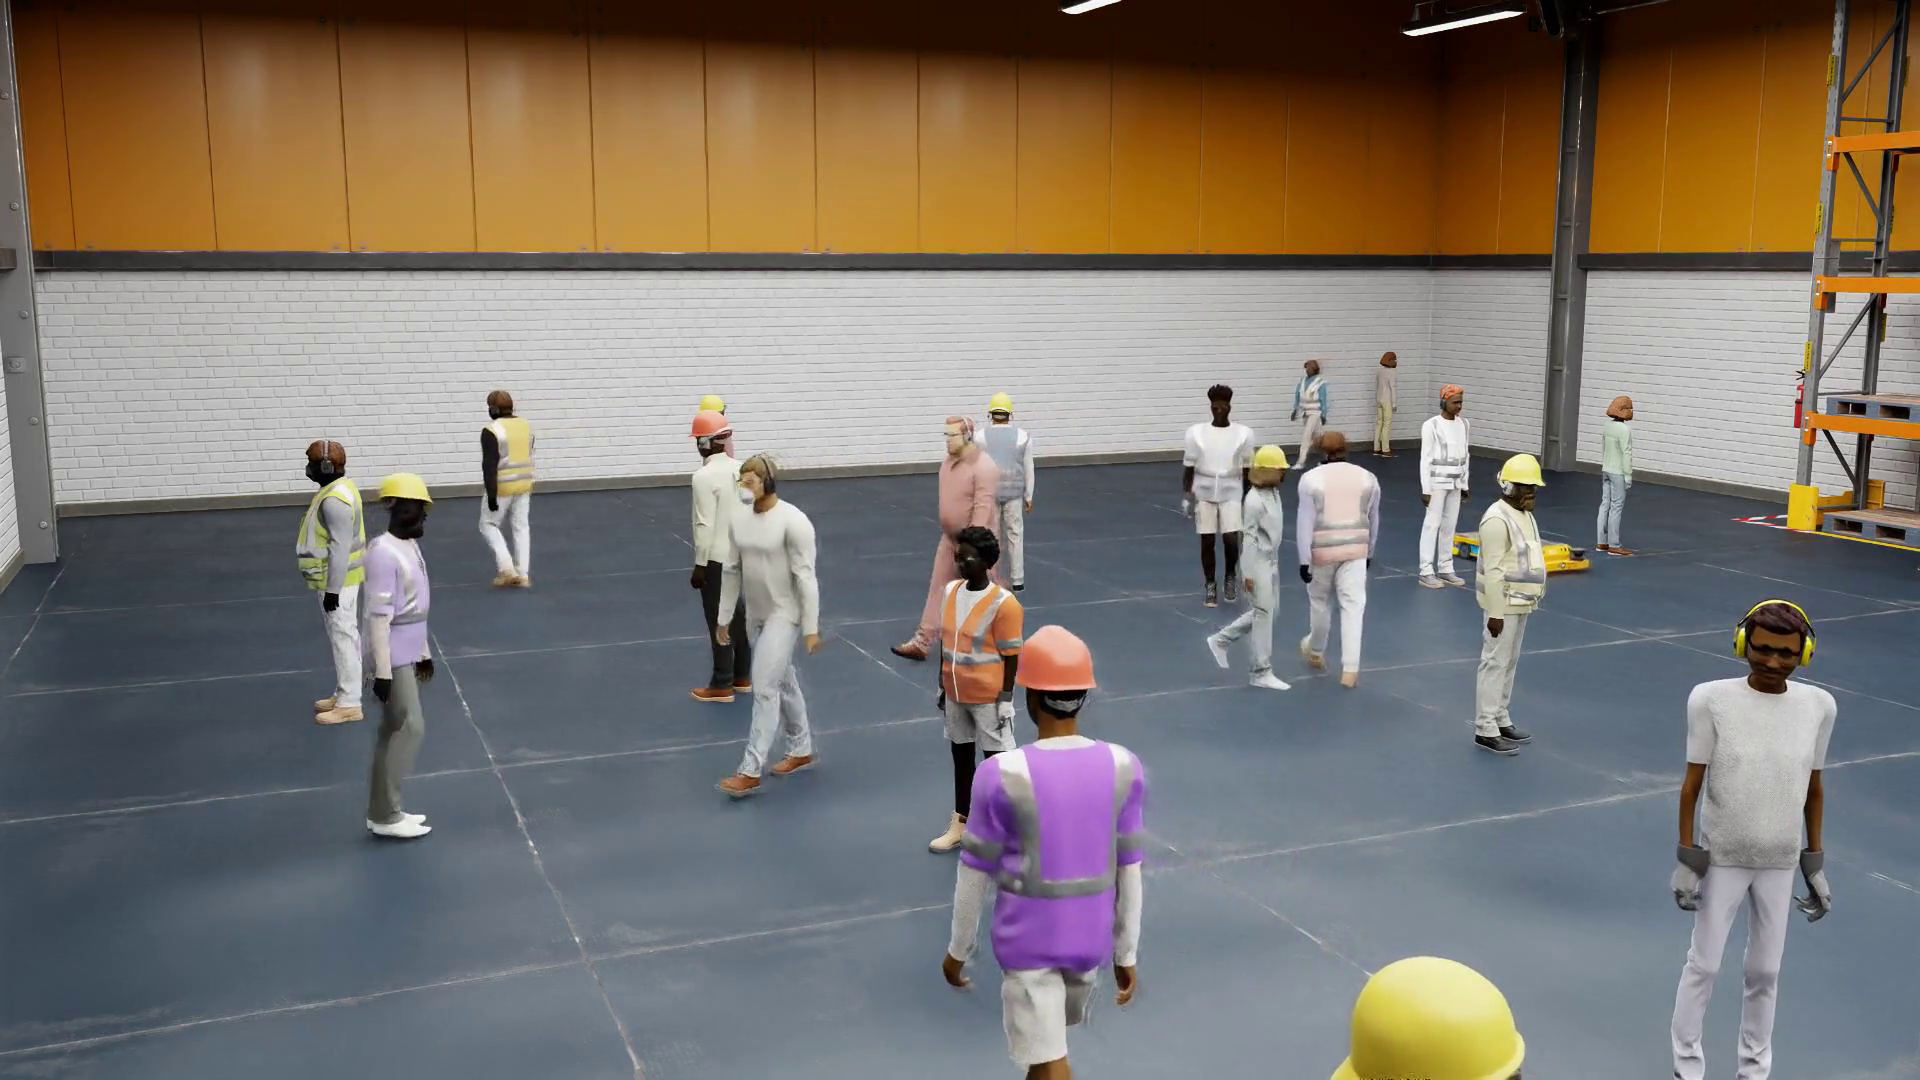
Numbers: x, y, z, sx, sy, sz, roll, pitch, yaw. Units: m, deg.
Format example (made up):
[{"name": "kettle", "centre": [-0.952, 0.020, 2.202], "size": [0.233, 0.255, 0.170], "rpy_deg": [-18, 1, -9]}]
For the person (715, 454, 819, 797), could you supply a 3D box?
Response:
[{"name": "person", "centre": [-1.155, 0.473, 9.396], "size": [0.923, 1.896, 0.652], "rpy_deg": [-9, 13, -44]}]

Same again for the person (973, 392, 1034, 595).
[{"name": "person", "centre": [0.366, -0.412, 14.971], "size": [0.600, 1.829, 0.404], "rpy_deg": [-1, 9, -3]}]

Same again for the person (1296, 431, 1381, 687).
[{"name": "person", "centre": [2.686, 0.115, 11.935], "size": [0.646, 1.779, 0.977], "rpy_deg": [-1, 9, -3]}]

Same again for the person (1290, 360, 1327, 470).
[{"name": "person", "centre": [5.174, -1.845, 24.371], "size": [0.849, 1.604, 0.513], "rpy_deg": [-5, 11, -30]}]

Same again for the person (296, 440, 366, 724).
[{"name": "person", "centre": [-4.082, 0.266, 10.835], "size": [0.429, 1.844, 0.625], "rpy_deg": [-3, 10, -19]}]

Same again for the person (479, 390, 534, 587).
[{"name": "person", "centre": [-4.154, -0.454, 15.257], "size": [0.440, 1.831, 0.641], "rpy_deg": [6, 11, 32]}]

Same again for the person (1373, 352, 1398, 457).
[{"name": "person", "centre": [6.641, -2.116, 25.896], "size": [0.267, 1.632, 0.507], "rpy_deg": [-3, 10, -18]}]

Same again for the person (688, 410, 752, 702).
[{"name": "person", "centre": [-1.658, 0.106, 11.348], "size": [0.399, 1.989, 0.623], "rpy_deg": [4, 10, 22]}]

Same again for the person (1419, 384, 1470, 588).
[{"name": "person", "centre": [4.466, -0.496, 15.338], "size": [0.573, 1.881, 0.339], "rpy_deg": [-6, 11, -33]}]

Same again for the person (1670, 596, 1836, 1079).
[{"name": "person", "centre": [2.700, 1.107, 5.673], "size": [0.518, 1.865, 0.327], "rpy_deg": [1, 9, 4]}]

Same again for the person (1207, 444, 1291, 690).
[{"name": "person", "centre": [2.055, 0.176, 11.697], "size": [0.571, 1.728, 0.494], "rpy_deg": [5, 11, 27]}]

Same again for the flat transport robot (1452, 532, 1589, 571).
[{"name": "flat transport robot", "centre": [5.508, 0.095, 16.614], "size": [0.652, 0.197, 1.431], "rpy_deg": [-4, 10, -24]}]

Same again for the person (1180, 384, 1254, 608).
[{"name": "person", "centre": [2.220, -0.378, 14.398], "size": [0.620, 1.951, 0.417], "rpy_deg": [2, 10, 12]}]

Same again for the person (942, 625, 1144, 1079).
[{"name": "person", "centre": [0.273, 1.200, 5.040], "size": [0.565, 1.888, 0.996], "rpy_deg": [-4, 10, -24]}]

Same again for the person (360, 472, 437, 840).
[{"name": "person", "centre": [-2.934, 0.596, 8.699], "size": [0.451, 1.891, 0.636], "rpy_deg": [-2, 10, -10]}]

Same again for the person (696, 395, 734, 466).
[{"name": "person", "centre": [-2.281, -0.476, 15.565], "size": [0.327, 1.765, 0.531], "rpy_deg": [-5, 11, -28]}]

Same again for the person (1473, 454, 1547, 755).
[{"name": "person", "centre": [3.365, 0.382, 10.166], "size": [0.404, 1.827, 0.601], "rpy_deg": [6, 11, 33]}]

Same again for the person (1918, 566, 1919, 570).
[{"name": "person", "centre": [9.543, -0.601, 15.991], "size": [0.513, 1.876, 0.328], "rpy_deg": [-1, 9, -5]}]

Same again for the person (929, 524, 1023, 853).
[{"name": "person", "centre": [0.080, 0.762, 8.257], "size": [0.533, 1.699, 0.319], "rpy_deg": [9, 13, 44]}]

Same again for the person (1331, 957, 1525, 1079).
[{"name": "person", "centre": [0.766, 1.579, 2.651], "size": [0.396, 1.915, 0.589], "rpy_deg": [1, 9, 6]}]

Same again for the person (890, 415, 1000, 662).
[{"name": "person", "centre": [-0.042, 0.016, 12.318], "size": [0.989, 1.856, 0.647], "rpy_deg": [-7, 12, -38]}]

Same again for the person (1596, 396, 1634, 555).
[{"name": "person", "centre": [6.766, -0.667, 17.115], "size": [0.282, 1.633, 0.500], "rpy_deg": [-1, 9, -6]}]
